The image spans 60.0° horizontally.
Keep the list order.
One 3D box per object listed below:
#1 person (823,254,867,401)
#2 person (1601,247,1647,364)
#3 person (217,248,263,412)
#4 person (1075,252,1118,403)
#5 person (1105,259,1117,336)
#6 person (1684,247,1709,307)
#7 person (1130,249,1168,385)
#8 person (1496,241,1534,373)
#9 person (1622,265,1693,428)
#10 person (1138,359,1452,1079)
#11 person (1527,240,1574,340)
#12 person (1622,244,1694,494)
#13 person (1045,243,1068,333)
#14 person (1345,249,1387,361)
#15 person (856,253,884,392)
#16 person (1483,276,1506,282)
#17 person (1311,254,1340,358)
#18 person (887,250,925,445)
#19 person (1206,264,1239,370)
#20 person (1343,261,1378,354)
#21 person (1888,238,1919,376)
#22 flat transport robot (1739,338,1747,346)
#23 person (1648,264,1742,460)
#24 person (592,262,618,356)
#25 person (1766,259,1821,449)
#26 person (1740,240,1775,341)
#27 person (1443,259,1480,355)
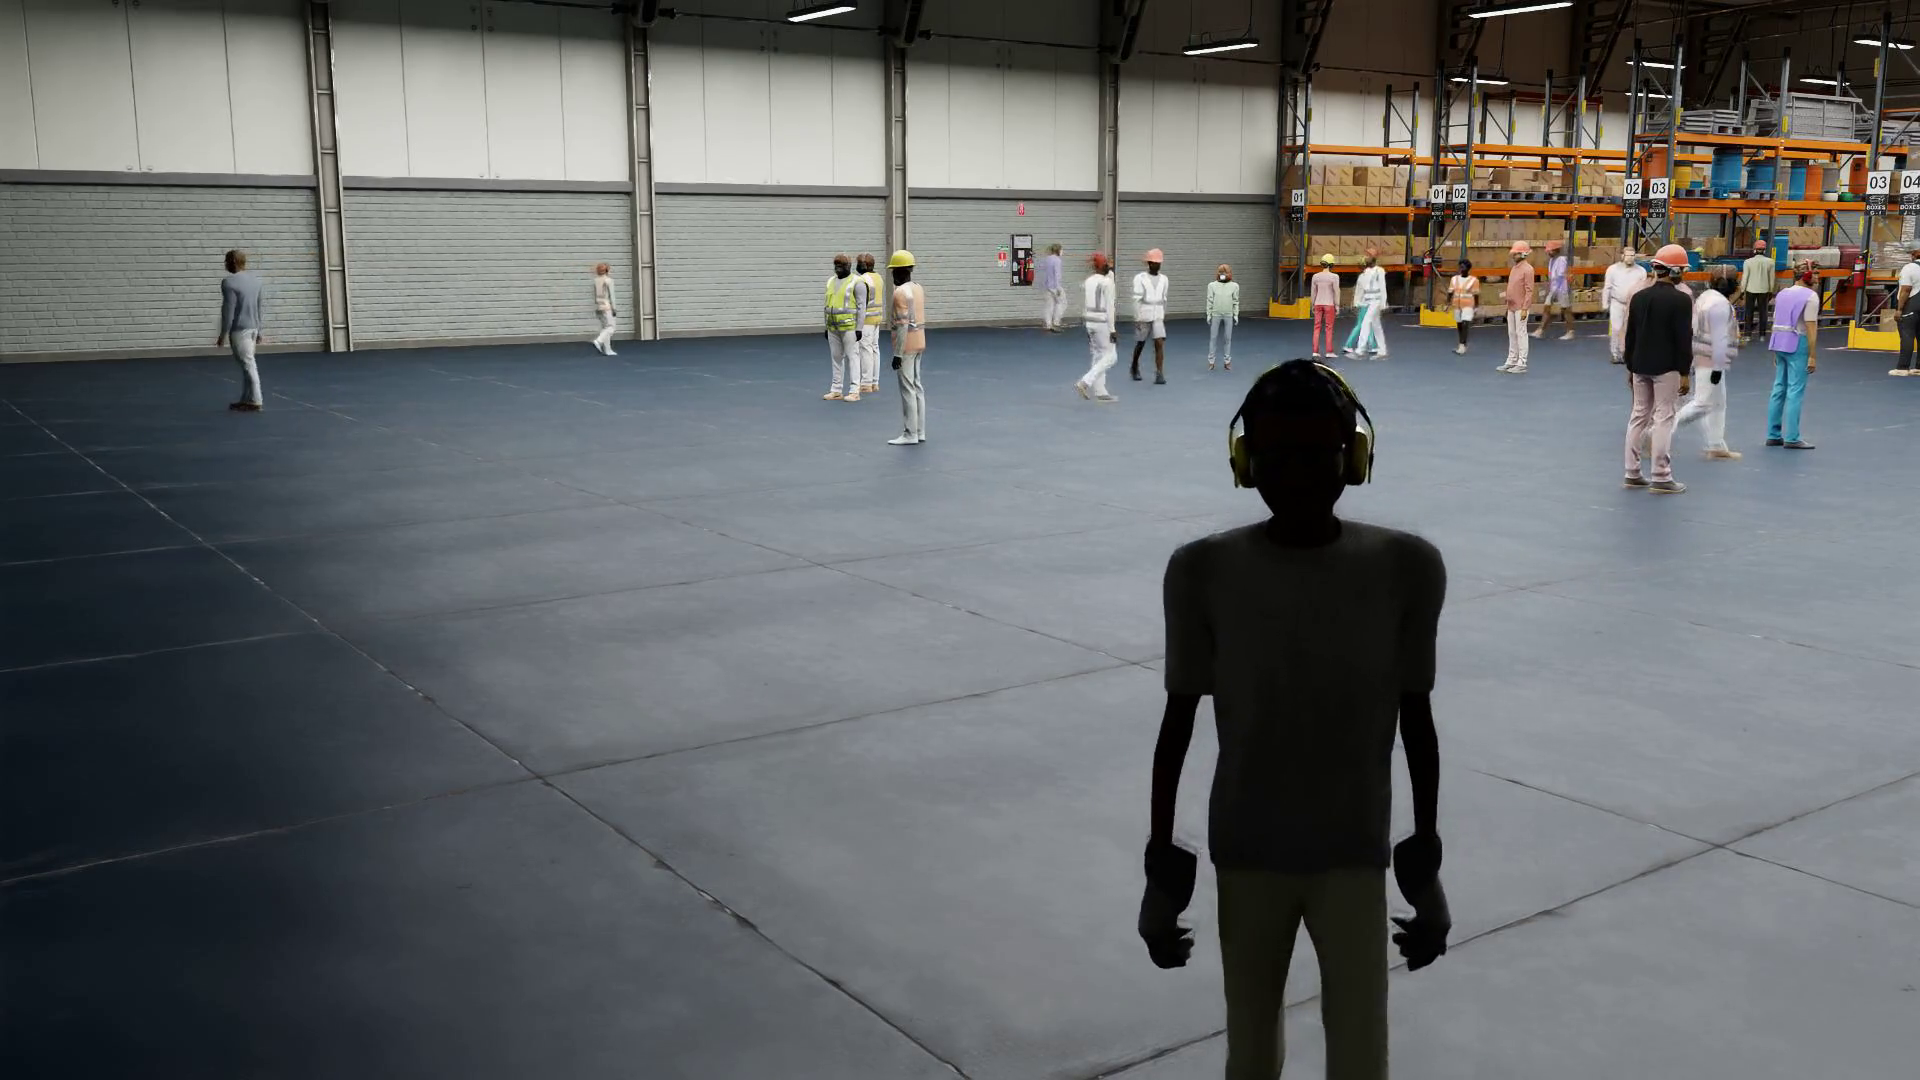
[{"bbox_3d":[-1.473,-2.663,20.902,0.633,1.842,0.429,8,13,36],"label":"person"},{"bbox_3d":[10.765,-3.773,26.858,0.681,1.880,0.757,1,10,8],"label":"person"},{"bbox_3d":[-8.511,-2.471,19.641,0.441,1.939,0.630,1,10,7],"label":"person"},{"bbox_3d":[1.701,-2.604,20.493,0.554,1.873,0.602,-5,11,-25],"label":"person"},{"bbox_3d":[3.043,-5.022,34.397,0.285,1.636,0.500,-7,12,-33],"label":"person"},{"bbox_3d":[17.323,-5.971,39.097,0.416,1.815,0.616,-8,13,-38],"label":"person"},{"bbox_3d":[2.669,-3.164,23.514,0.543,1.903,0.949,-3,11,-15],"label":"person"},{"bbox_3d":[8.486,-3.544,25.308,0.376,1.997,0.612,-2,11,-10],"label":"person"},{"bbox_3d":[7.210,-2.019,17.224,0.659,1.892,0.619,5,11,23],"label":"person"},{"bbox_3d":[0.603,0.598,3.002,0.566,1.849,0.485,2,10,10],"label":"person"},{"bbox_3d":[11.820,-4.951,33.055,0.977,1.976,0.656,-2,11,-11],"label":"person"},{"bbox_3d":[5.655,-1.376,13.428,0.396,1.992,0.623,-5,11,-24],"label":"person"},{"bbox_3d":[2.081,-5.385,35.596,0.545,1.921,0.661,-4,11,-21],"label":"person"},{"bbox_3d":[6.757,-3.895,27.642,0.899,1.845,0.591,-1,10,-7],"label":"person"},{"bbox_3d":[-1.251,-2.880,22.091,0.429,1.846,0.627,3,11,18],"label":"person"},{"bbox_3d":[13.798,-6.742,43.072,1.008,1.930,0.613,-3,11,-18],"label":"person"},{"bbox_3d":[6.234,-3.982,28.343,0.533,1.768,0.310,8,13,39],"label":"person"},{"bbox_3d":[-0.546,-1.903,16.505,0.382,1.924,0.594,3,11,18],"label":"person"},{"bbox_3d":[4.071,-3.453,25.804,0.497,1.633,0.279,1,10,3],"label":"person"},{"bbox_3d":[7.112,-4.116,29.208,0.890,1.730,0.527,-3,11,-15],"label":"person"},{"bbox_3d":[14.147,-3.456,24.703,0.674,2.000,0.536,-3,11,-15],"label":"person"},{"bbox_3d":[14.013,-3.704,30.915,1.431,0.197,0.652,-10,14,-42],"label":"flat transport robot"},{"bbox_3d":[6.825,-1.627,15.319,0.801,1.819,0.638,2,11,13],"label":"person"},{"bbox_3d":[-6.146,-3.978,28.675,0.535,1.622,0.507,9,14,40],"label":"person"},{"bbox_3d":[8.121,-1.812,16.223,0.387,1.845,0.565,-2,10,-10],"label":"person"},{"bbox_3d":[15.769,-4.931,32.917,0.622,1.992,0.397,1,10,8],"label":"person"},{"bbox_3d":[8.718,-4.046,28.987,0.841,1.662,0.552,-10,14,-43],"label":"person"}]
